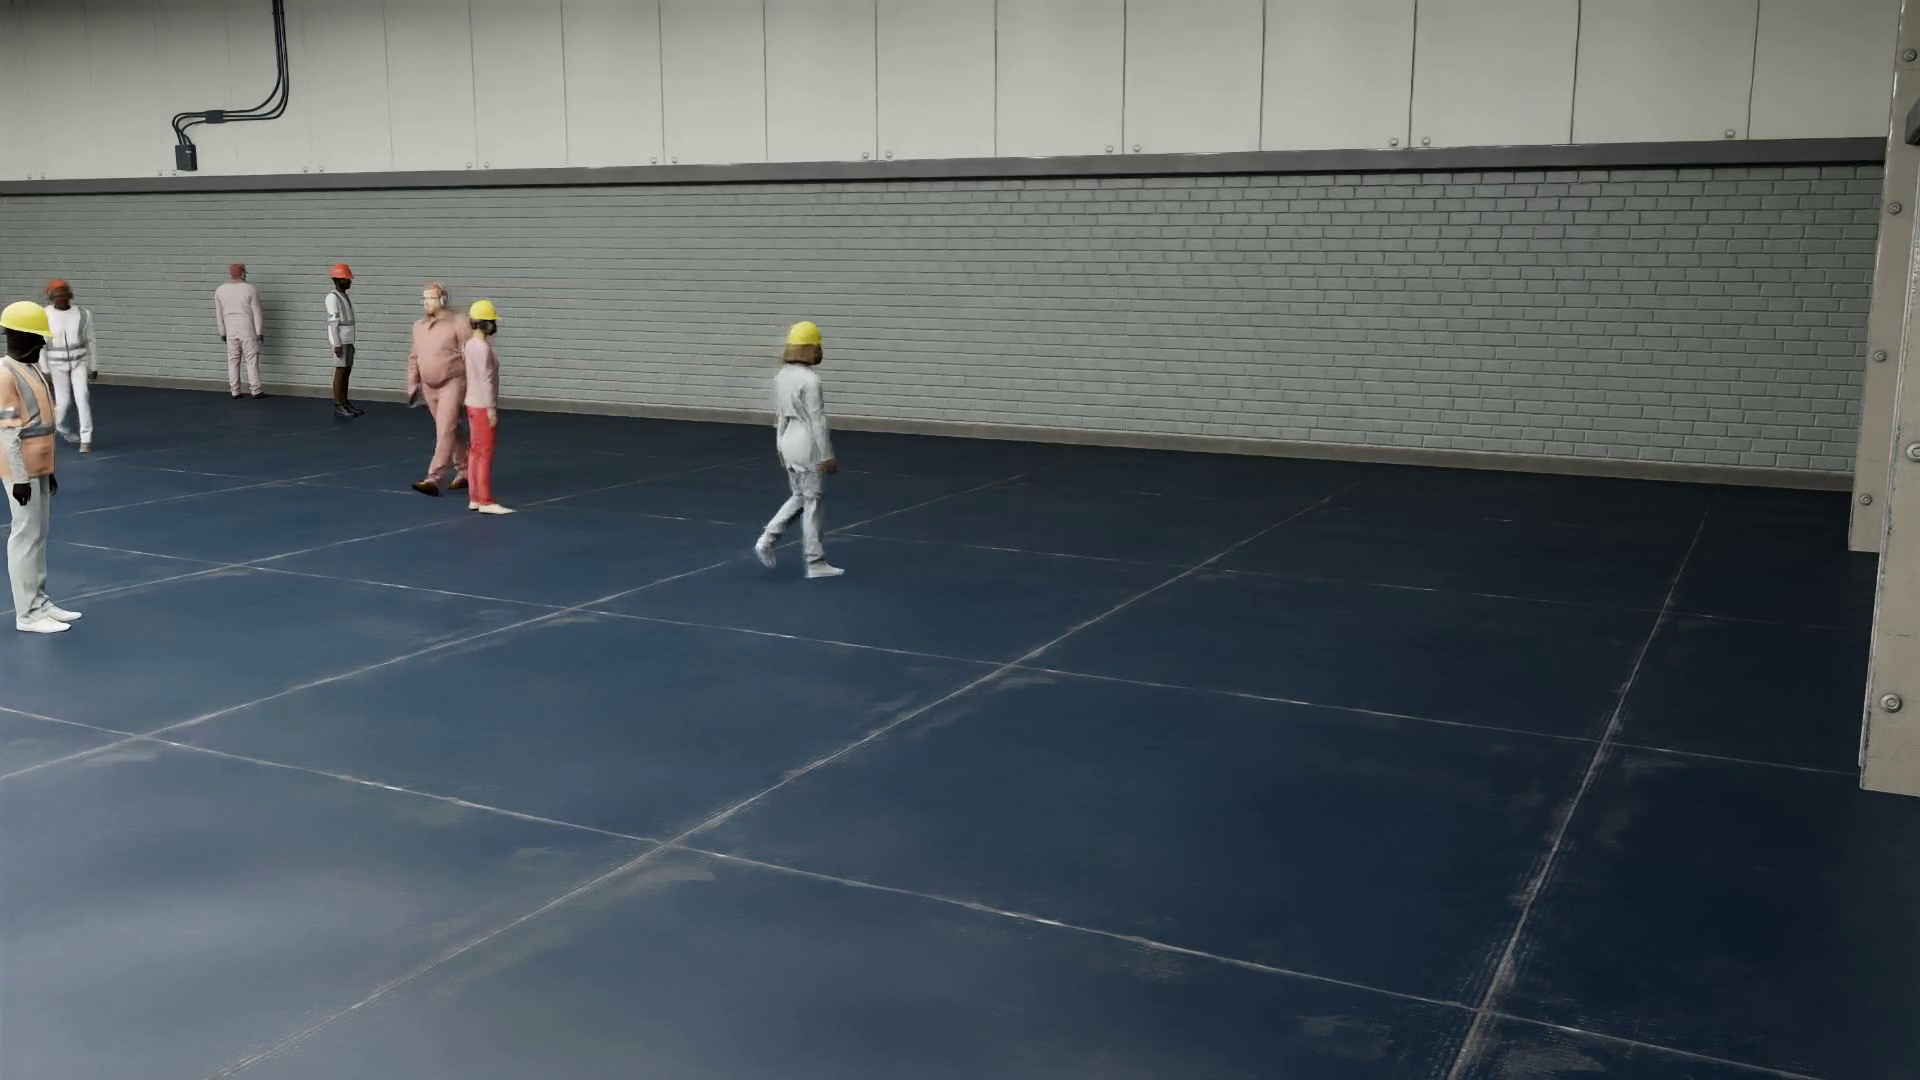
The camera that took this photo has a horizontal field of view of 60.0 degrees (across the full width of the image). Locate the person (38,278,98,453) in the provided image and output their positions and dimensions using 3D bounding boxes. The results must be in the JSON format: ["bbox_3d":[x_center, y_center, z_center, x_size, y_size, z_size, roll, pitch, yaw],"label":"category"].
[{"bbox_3d":[-9.512,-1.865,17.726,0.594,1.857,0.709,-6,12,-31],"label":"person"}]

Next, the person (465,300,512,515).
[{"bbox_3d":[-3.920,-1.095,13.772,0.330,1.765,0.532,-6,12,-29],"label":"person"}]

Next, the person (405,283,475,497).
[{"bbox_3d":[-4.650,-1.324,14.738,0.674,1.865,0.974,5,12,27],"label":"person"}]

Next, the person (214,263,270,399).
[{"bbox_3d":[-10.102,-2.935,23.413,0.643,1.909,0.400,1,10,5],"label":"person"}]

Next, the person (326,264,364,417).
[{"bbox_3d":[-7.801,-2.526,21.102,0.368,1.935,0.552,0,10,-2],"label":"person"}]

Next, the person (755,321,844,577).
[{"bbox_3d":[-1.060,-0.591,11.105,0.524,1.732,0.503,-7,12,-33],"label":"person"}]

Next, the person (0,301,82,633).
[{"bbox_3d":[-5.401,-0.422,9.678,0.376,1.918,0.584,-3,11,-16],"label":"person"}]
